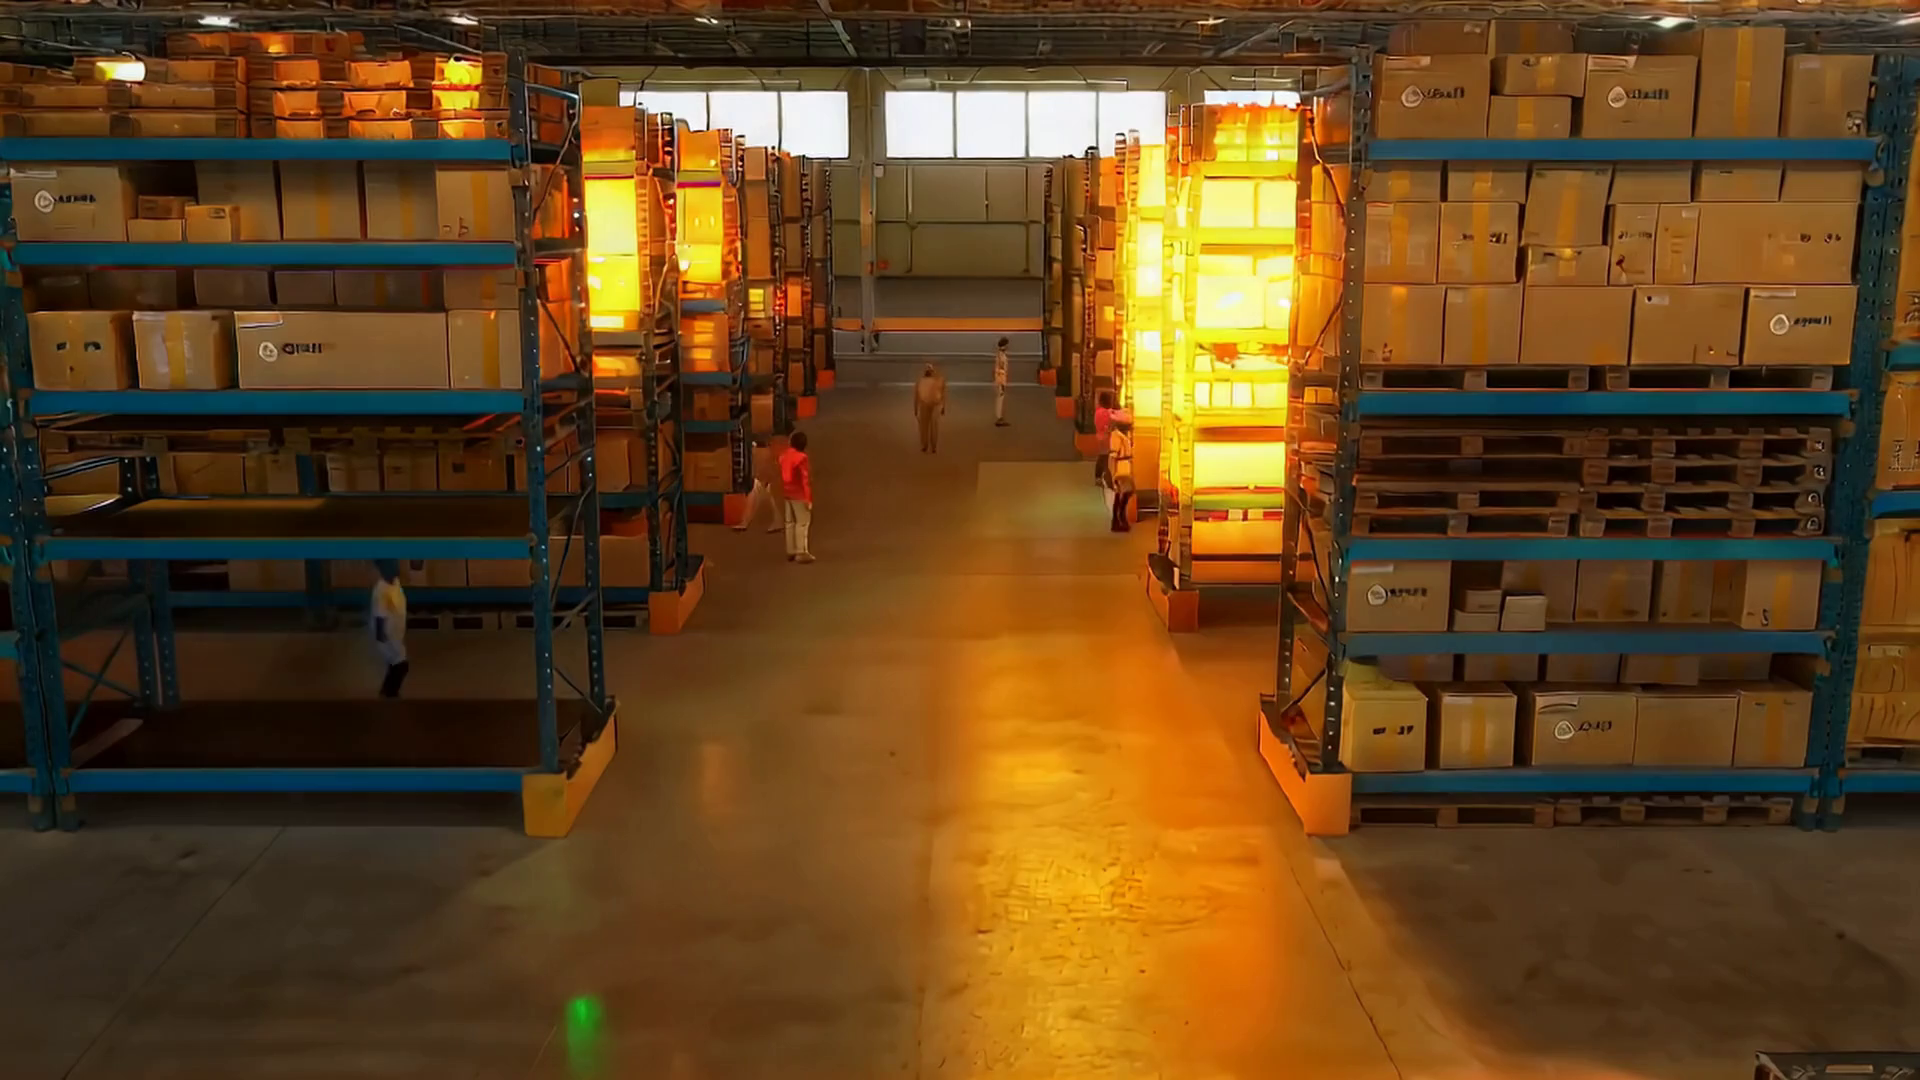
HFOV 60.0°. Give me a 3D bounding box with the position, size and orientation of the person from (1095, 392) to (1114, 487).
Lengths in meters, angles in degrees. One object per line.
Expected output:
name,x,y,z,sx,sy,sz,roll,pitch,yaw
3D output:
person,2.580,-1.778,29.484,0.319,1.690,0.530,-4,12,-19

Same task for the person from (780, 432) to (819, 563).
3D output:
person,-2.243,-0.599,23.254,0.429,1.845,0.621,-9,15,-38

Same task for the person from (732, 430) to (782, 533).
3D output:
person,-3.054,-0.873,25.229,0.842,1.585,0.519,-10,15,-41

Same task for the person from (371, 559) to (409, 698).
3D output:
person,-5.486,0.919,16.098,0.369,1.683,0.554,0,11,-1

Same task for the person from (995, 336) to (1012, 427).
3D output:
person,0.979,-3.582,37.562,0.394,2.035,0.605,0,11,-1

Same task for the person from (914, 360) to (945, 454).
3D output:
person,-0.610,-2.660,33.359,0.660,1.888,0.521,2,12,8

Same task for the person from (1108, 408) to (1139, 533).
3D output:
person,2.496,-1.053,25.319,0.475,1.912,0.572,8,14,35
